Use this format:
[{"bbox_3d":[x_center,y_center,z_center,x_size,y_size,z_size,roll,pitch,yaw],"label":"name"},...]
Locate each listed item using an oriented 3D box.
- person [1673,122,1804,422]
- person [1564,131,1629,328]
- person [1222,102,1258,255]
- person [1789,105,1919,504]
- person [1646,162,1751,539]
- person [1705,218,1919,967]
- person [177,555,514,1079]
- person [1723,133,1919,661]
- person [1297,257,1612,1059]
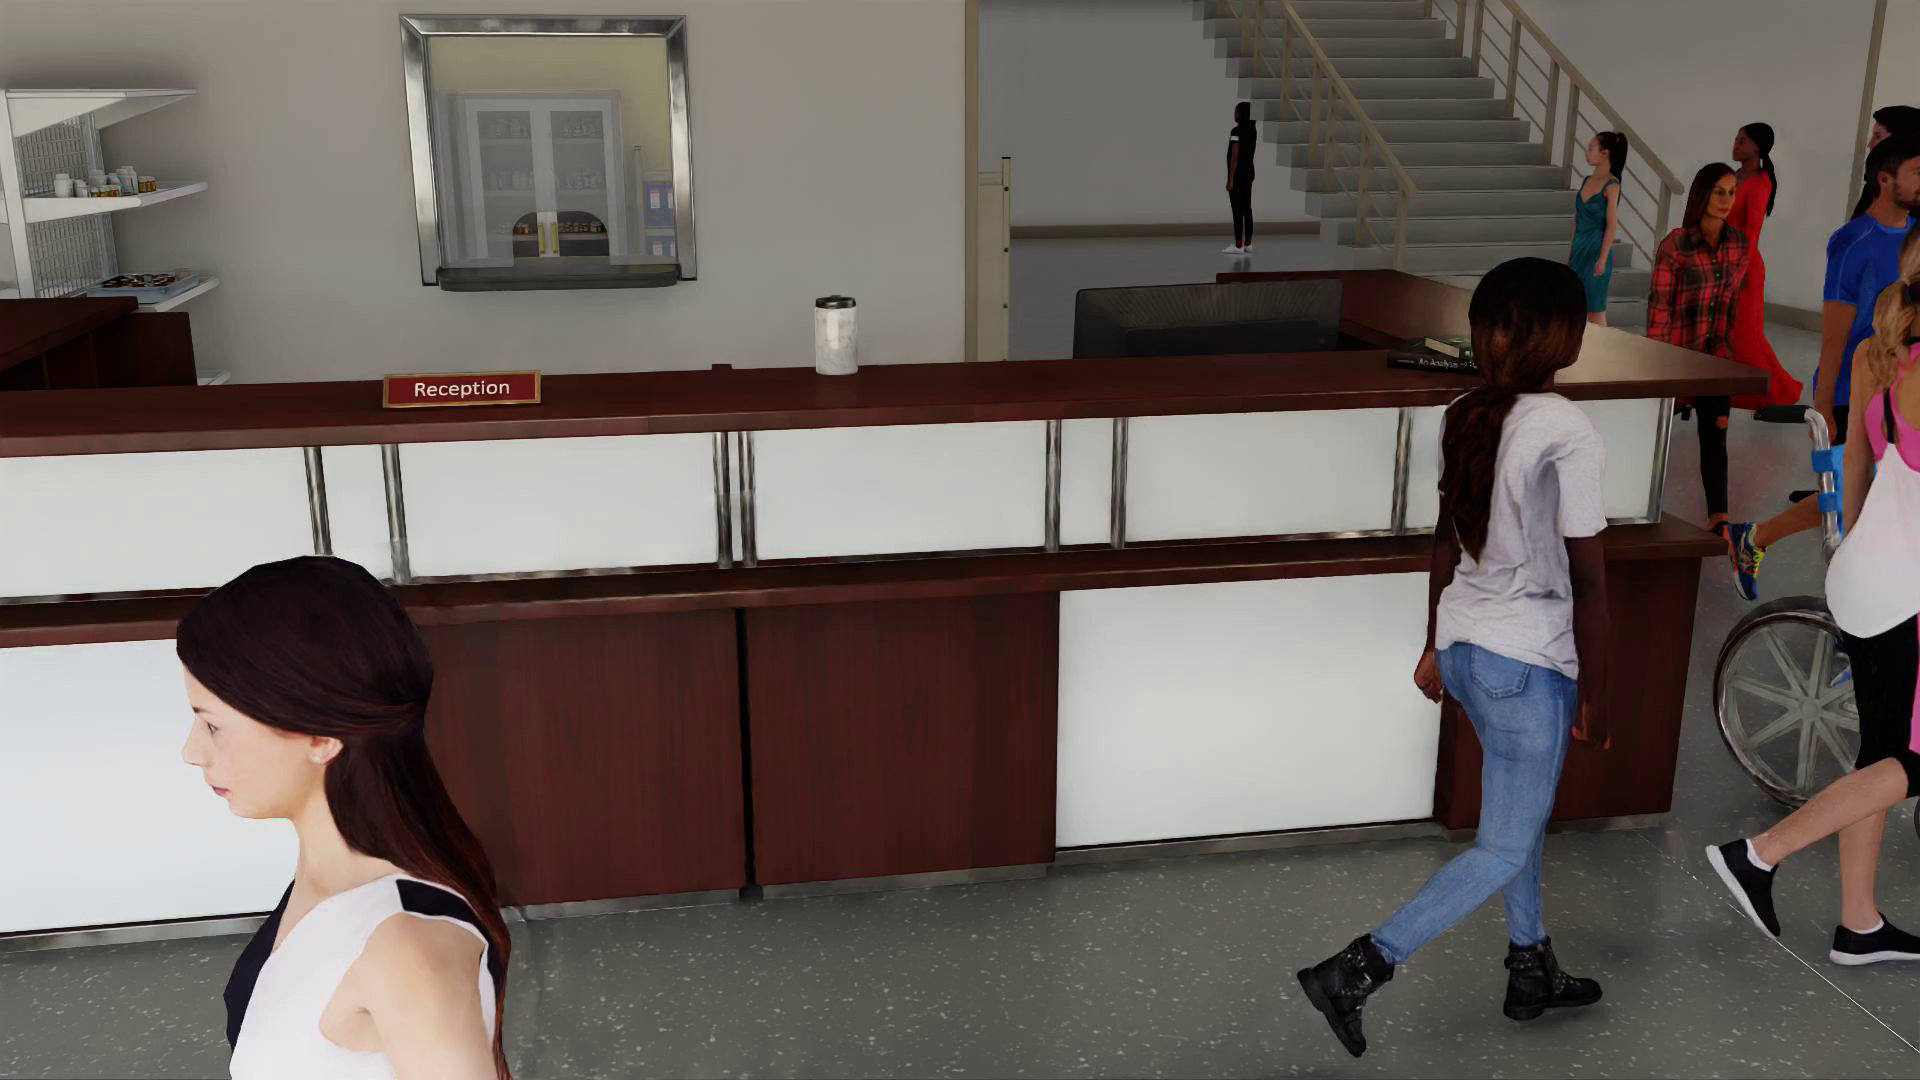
[{"bbox_3d":[4.658,-1.535,9.819,0.767,1.758,1.017,-1,16,-4],"label":"person"},{"bbox_3d":[4.228,-1.870,11.133,0.618,1.689,0.422,-3,16,-12],"label":"person"},{"bbox_3d":[3.283,-4.233,19.442,0.735,1.729,0.698,14,21,40],"label":"person"},{"bbox_3d":[4.254,-1.028,7.715,0.819,1.923,0.620,1,16,4],"label":"person"},{"bbox_3d":[3.186,-0.800,7.413,0.617,1.648,1.078,-3,16,-10],"label":"person"},{"bbox_3d":[2.038,0.156,3.797,0.756,1.770,0.798,0,16,1],"label":"person"},{"bbox_3d":[-0.472,0.807,1.764,0.849,1.621,0.988,-9,18,-30],"label":"person"},{"bbox_3d":[3.167,-0.502,5.987,0.833,1.848,1.191,-8,18,-26],"label":"person"},{"bbox_3d":[1.068,0.297,3.429,0.769,1.698,1.037,-6,17,-19],"label":"person"}]
